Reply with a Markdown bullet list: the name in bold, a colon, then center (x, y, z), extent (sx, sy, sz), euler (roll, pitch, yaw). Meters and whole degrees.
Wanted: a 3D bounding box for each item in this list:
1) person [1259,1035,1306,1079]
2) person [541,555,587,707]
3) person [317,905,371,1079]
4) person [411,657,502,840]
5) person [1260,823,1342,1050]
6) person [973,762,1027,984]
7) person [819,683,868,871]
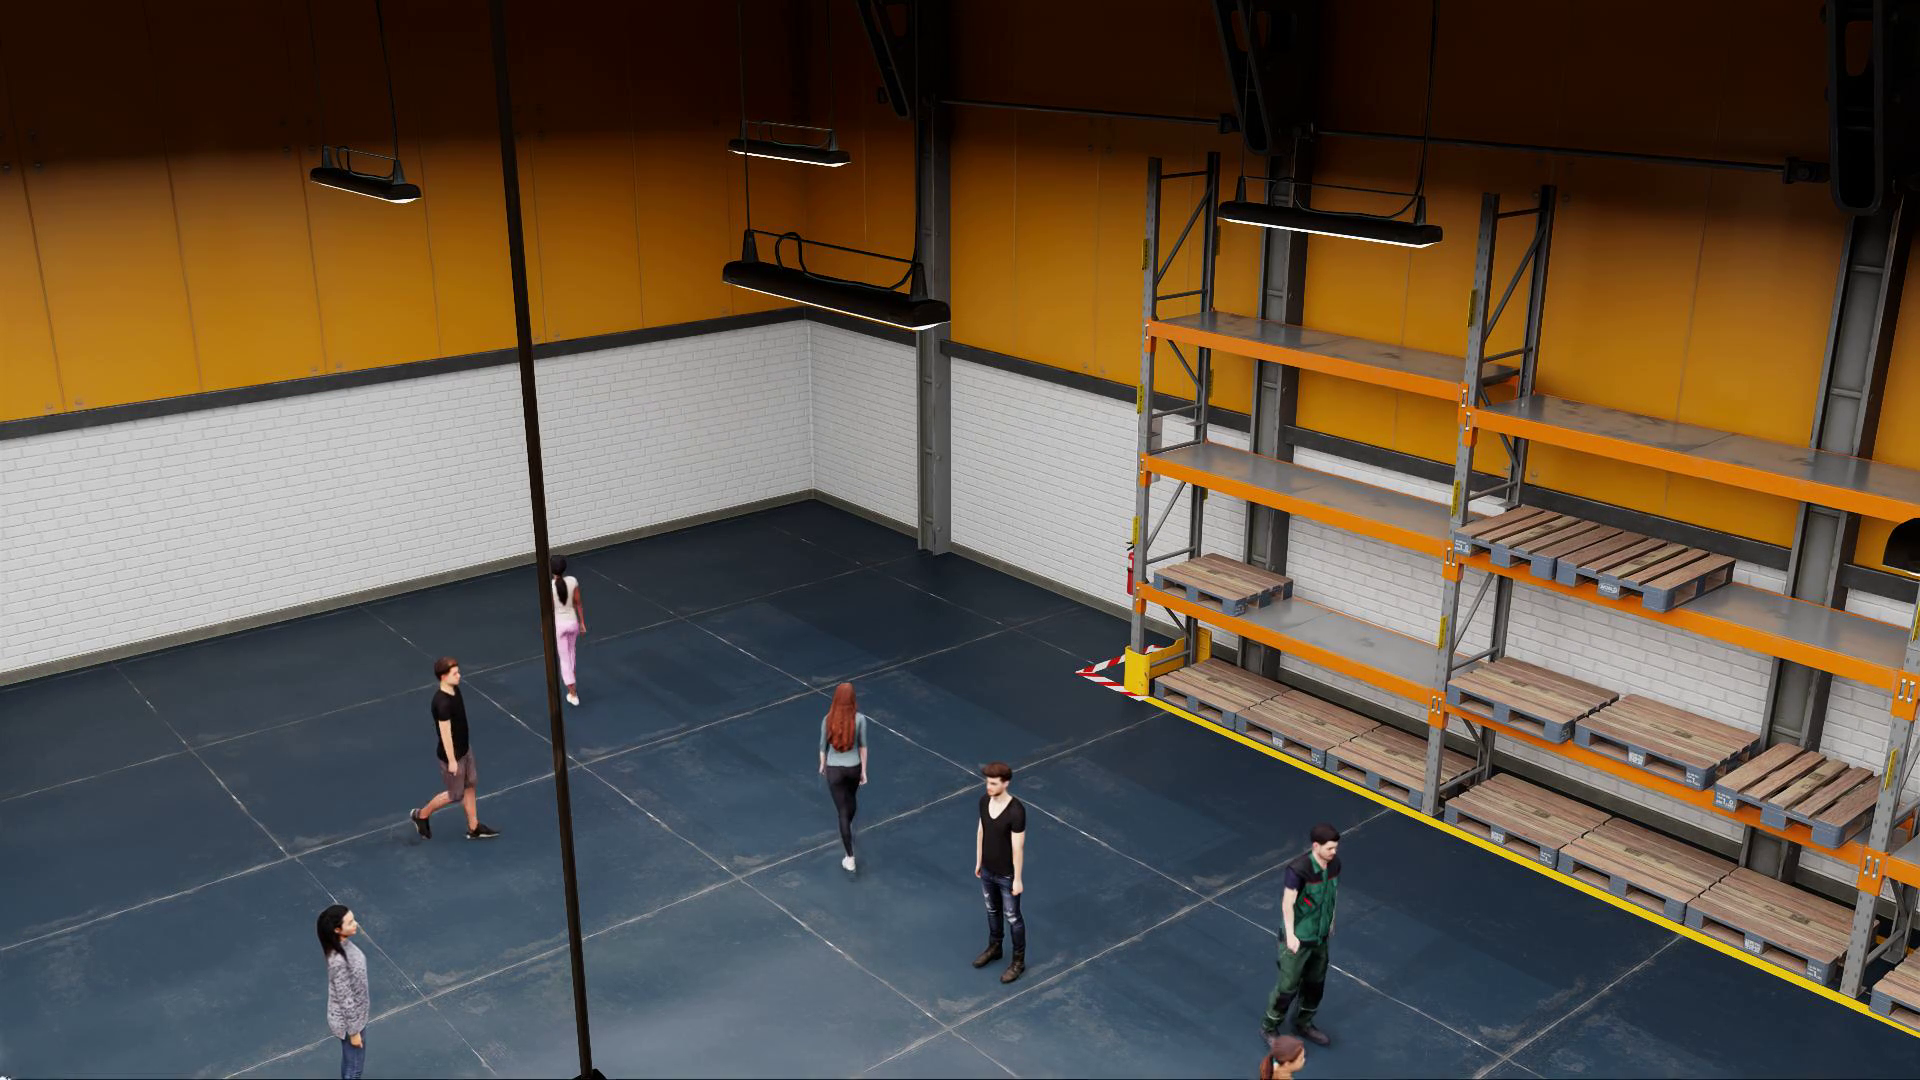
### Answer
- **person**: center (1.929, 3.810, 10.540), extent (0.837, 1.541, 0.805), euler (-2, 19, -6)
- **person**: center (-4.384, 1.021, 18.554), extent (0.673, 1.711, 1.031), euler (-12, 22, -32)
- **person**: center (-4.290, 3.329, 11.666), extent (0.739, 1.732, 0.570), euler (-7, 20, -20)
- **person**: center (-4.796, 1.975, 15.509), extent (1.111, 1.847, 1.086), euler (0, 19, -1)
- **person**: center (2.583, 2.961, 12.519), extent (0.731, 1.886, 0.649), euler (-13, 23, -34)
- **person**: center (0.347, 2.643, 13.452), extent (0.727, 1.892, 0.508), euler (-18, 25, -42)
- **person**: center (-1.054, 2.176, 15.145), extent (0.942, 1.697, 1.237), euler (-4, 19, -12)
